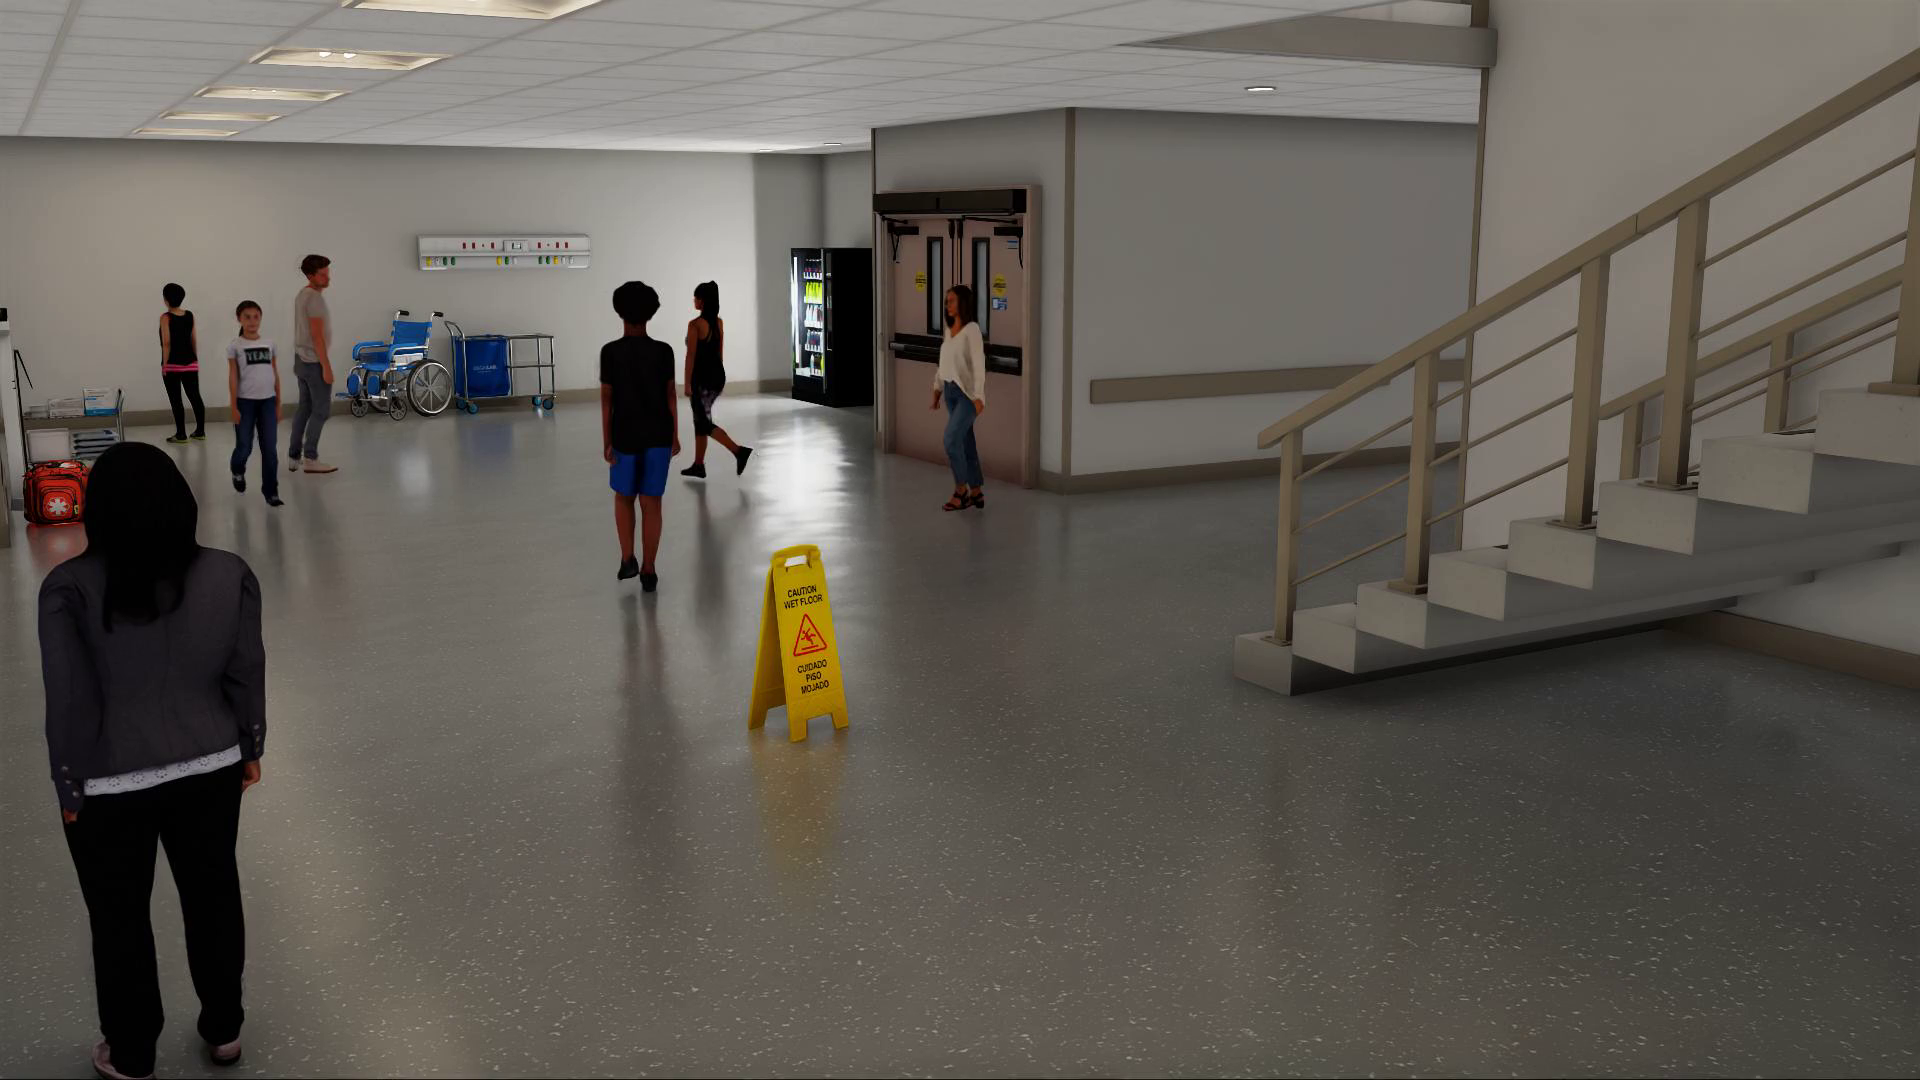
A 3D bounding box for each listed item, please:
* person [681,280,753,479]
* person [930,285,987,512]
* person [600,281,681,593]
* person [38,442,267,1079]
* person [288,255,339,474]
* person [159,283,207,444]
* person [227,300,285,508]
[{"bbox_3d":[-2.036,-1.295,13.724,1.073,1.641,0.916,5,12,27],"label":"person"},{"bbox_3d":[0.108,-1.043,12.324,0.707,1.667,0.556,-6,12,-27],"label":"person"},{"bbox_3d":[-1.824,-0.574,9.545,0.677,1.782,0.680,-2,11,-11],"label":"person"},{"bbox_3d":[-1.983,0.553,4.097,0.734,1.599,0.734,-10,15,-43],"label":"person"},{"bbox_3d":[-5.559,-1.479,14.139,0.575,1.847,0.943,10,15,44],"label":"person"},{"bbox_3d":[-7.646,-1.739,16.304,0.647,1.552,0.620,6,12,27],"label":"person"},{"bbox_3d":[-5.354,-1.030,12.576,0.644,1.548,0.963,-9,14,-41],"label":"person"}]
